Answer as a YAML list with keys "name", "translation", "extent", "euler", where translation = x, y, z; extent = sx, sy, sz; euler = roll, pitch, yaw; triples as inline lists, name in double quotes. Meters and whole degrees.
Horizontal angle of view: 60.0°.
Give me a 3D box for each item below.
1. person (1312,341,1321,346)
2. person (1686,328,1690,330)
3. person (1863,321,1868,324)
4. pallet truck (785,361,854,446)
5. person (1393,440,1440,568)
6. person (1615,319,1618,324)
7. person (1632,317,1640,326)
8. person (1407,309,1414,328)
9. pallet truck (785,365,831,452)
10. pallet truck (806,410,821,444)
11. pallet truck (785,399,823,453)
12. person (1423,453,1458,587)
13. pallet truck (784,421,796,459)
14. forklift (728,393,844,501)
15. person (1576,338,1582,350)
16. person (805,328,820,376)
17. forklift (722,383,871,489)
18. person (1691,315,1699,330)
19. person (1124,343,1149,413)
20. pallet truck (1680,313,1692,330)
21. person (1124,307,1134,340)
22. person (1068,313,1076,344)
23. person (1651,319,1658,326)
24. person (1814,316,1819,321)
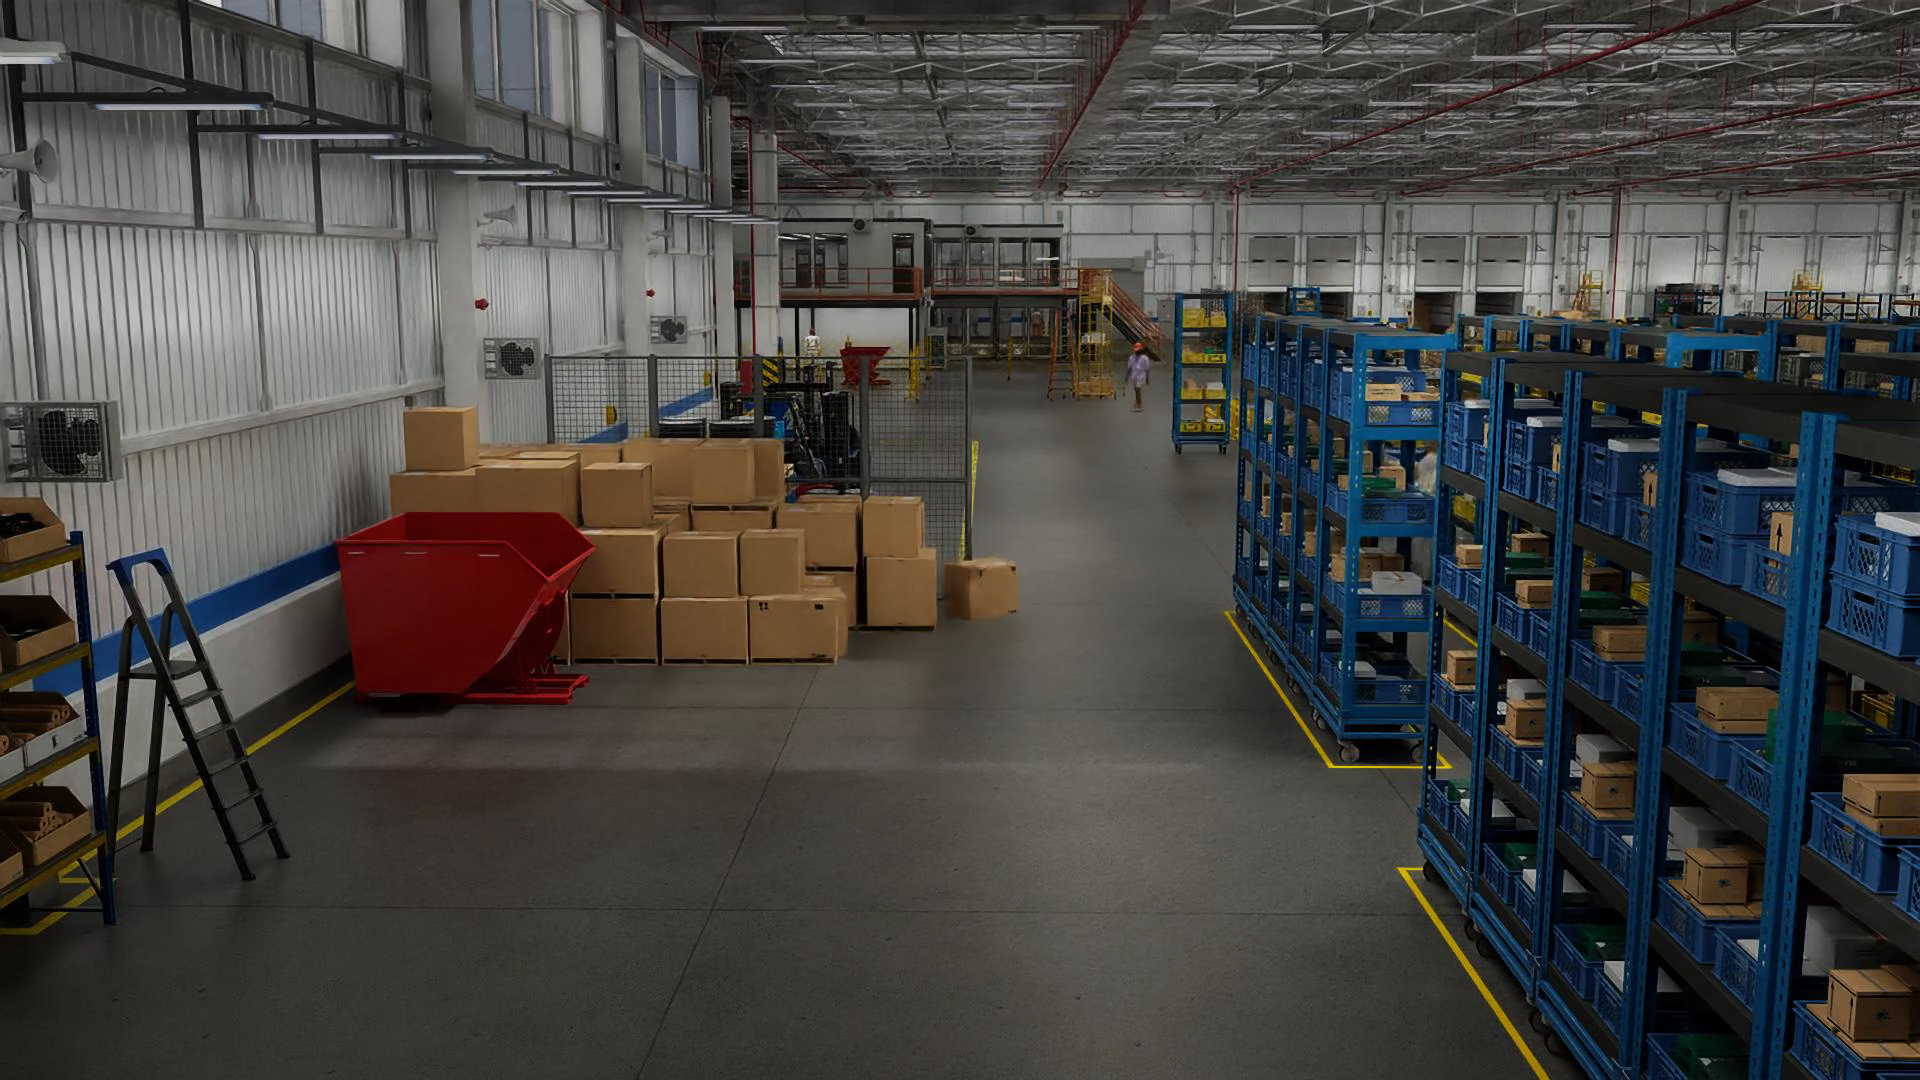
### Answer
- name: "person"
  translation: [15.881, -8.817, 73.982]
  extent: [0.903, 1.898, 0.562]
  euler: [-5, 10, -28]
- name: "person"
  translation: [26.663, -6.786, 61.150]
  extent: [0.382, 1.994, 0.613]
  euler: [-4, 10, -25]
- name: "person"
  translation: [40.020, -8.751, 73.643]
  extent: [0.513, 1.876, 0.328]
  euler: [7, 12, 38]
- name: "pallet truck"
  translation: [-3.410, -3.193, 38.978]
  extent: [1.885, 1.965, 0.823]
  euler: [0, 9, -1]
- name: "person"
  translation: [6.512, -0.534, 23.029]
  extent: [0.666, 1.848, 1.013]
  euler: [-5, 11, -30]
- name: "person"
  translation: [32.439, -10.082, 82.391]
  extent: [0.534, 1.698, 0.318]
  euler: [-3, 10, -18]
- name: "person"
  translation: [31.744, -9.514, 78.211]
  extent: [0.592, 1.922, 0.400]
  euler: [0, 9, -3]
- name: "person"
  translation: [25.604, -12.181, 94.674]
  extent: [0.398, 1.918, 0.586]
  euler: [6, 11, 32]
- name: "pallet truck"
  translation: [-3.774, -2.976, 37.635]
  extent: [1.885, 1.965, 0.823]
  euler: [1, 9, 5]
- name: "pallet truck"
  translation: [-3.559, -2.018, 33.905]
  extent: [1.522, 1.261, 0.704]
  euler: [0, 9, -1]
- name: "pallet truck"
  translation: [-3.814, -2.432, 36.419]
  extent: [1.630, 1.274, 0.653]
  euler: [0, 9, 1]
- name: "person"
  translation: [6.329, -0.269, 21.520]
  extent: [0.699, 1.803, 0.625]
  euler: [1, 9, 5]
- name: "pallet truck"
  translation: [-4.013, -1.793, 32.705]
  extent: [1.601, 1.201, 0.680]
  euler: [0, 9, 1]
- name: "forklift"
  translation: [-2.979, -1.316, 26.476]
  extent: [2.680, 1.987, 1.157]
  euler: [0, 9, 1]
- name: "person"
  translation: [24.810, -7.810, 67.323]
  extent: [0.688, 2.000, 0.536]
  euler: [2, 9, 13]
- name: "person"
  translation: [-5.680, -7.215, 64.130]
  extent: [0.574, 1.887, 0.356]
  euler: [0, 9, 1]
- name: "forklift"
  translation: [-2.893, -1.687, 28.729]
  extent: [2.680, 1.987, 1.157]
  euler: [0, 9, -1]
- name: "person"
  translation: [37.766, -10.615, 85.320]
  extent: [0.575, 1.825, 0.636]
  euler: [6, 11, 34]
- name: "person"
  translation: [5.087, -4.683, 48.144]
  extent: [0.614, 1.998, 0.981]
  euler: [7, 12, 37]
- name: "pallet truck"
  translation: [36.315, -10.531, 84.244]
  extent: [0.823, 1.965, 1.885]
  euler: [-6, 11, -33]
- name: "person"
  translation: [9.957, -12.748, 98.064]
  extent: [0.614, 1.946, 0.390]
  euler: [-4, 10, -23]
- name: "person"
  translation: [6.267, -11.479, 90.747]
  extent: [0.949, 1.796, 0.629]
  euler: [1, 9, 4]
- name: "person"
  translation: [32.053, -9.255, 76.685]
  extent: [0.976, 1.901, 0.639]
  euler: [6, 11, 33]
- name: "person"
  translation: [41.215, -9.815, 80.065]
  extent: [0.379, 1.918, 0.596]
  euler: [-1, 9, -7]
